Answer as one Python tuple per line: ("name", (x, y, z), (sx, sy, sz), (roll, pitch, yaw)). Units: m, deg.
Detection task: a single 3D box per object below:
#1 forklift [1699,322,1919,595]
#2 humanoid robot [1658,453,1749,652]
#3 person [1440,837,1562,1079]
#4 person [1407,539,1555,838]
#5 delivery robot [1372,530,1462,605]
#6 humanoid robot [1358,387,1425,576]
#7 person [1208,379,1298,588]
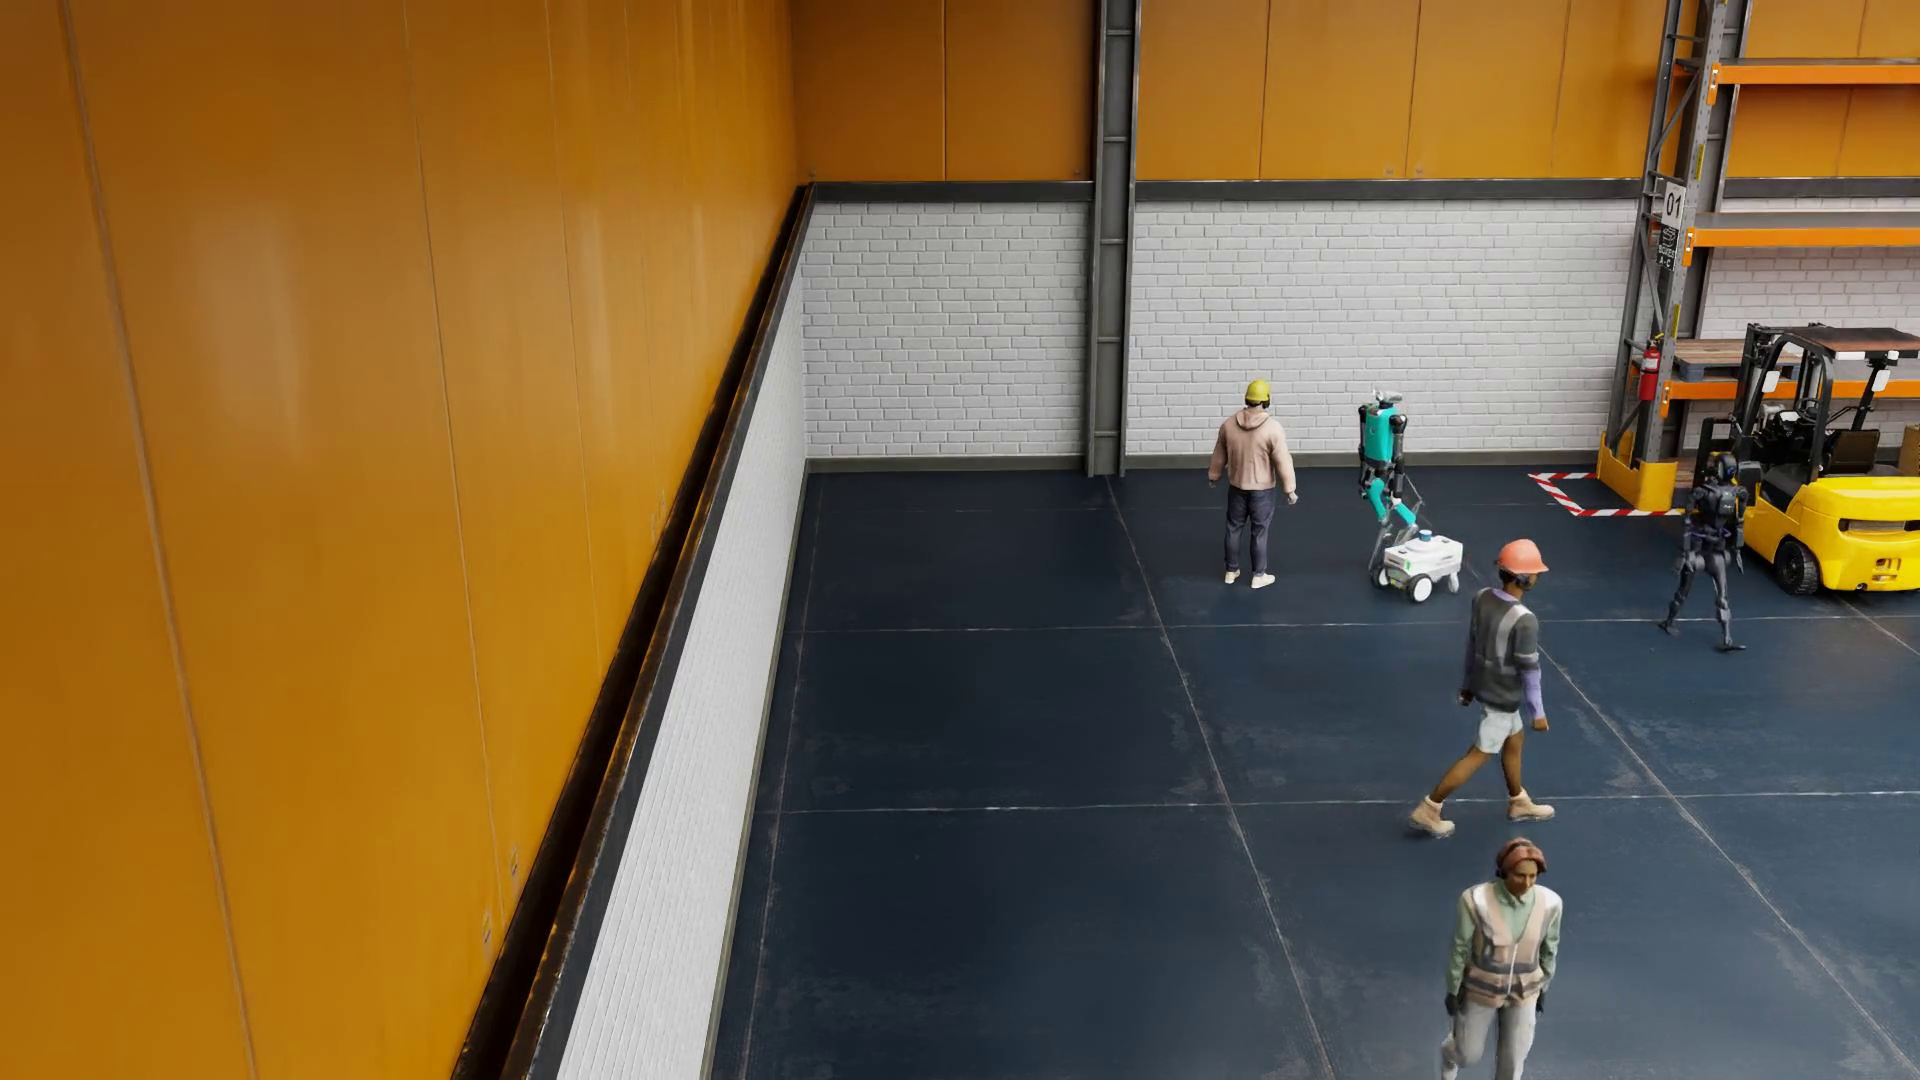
("forklift", (7.809, -0.792, 14.926), (1.214, 2.155, 2.313), (-1, 20, -2))
("humanoid robot", (6.016, 0.096, 13.314), (0.600, 1.620, 0.795), (-4, 21, -11))
("person", (2.538, 2.109, 7.870), (0.522, 1.622, 0.597), (0, 20, 1))
("person", (3.364, 0.947, 10.502), (1.027, 1.999, 0.612), (-3, 20, -7))
("delivery robot", (4.041, 0.201, 14.562), (0.745, 0.573, 0.510), (-12, 23, -30))
("humanoid robot", (3.861, -0.465, 14.793), (0.659, 1.874, 0.552), (-11, 23, -26))
("person", (2.545, -0.489, 14.570), (0.822, 1.864, 0.410), (12, 23, 29))
